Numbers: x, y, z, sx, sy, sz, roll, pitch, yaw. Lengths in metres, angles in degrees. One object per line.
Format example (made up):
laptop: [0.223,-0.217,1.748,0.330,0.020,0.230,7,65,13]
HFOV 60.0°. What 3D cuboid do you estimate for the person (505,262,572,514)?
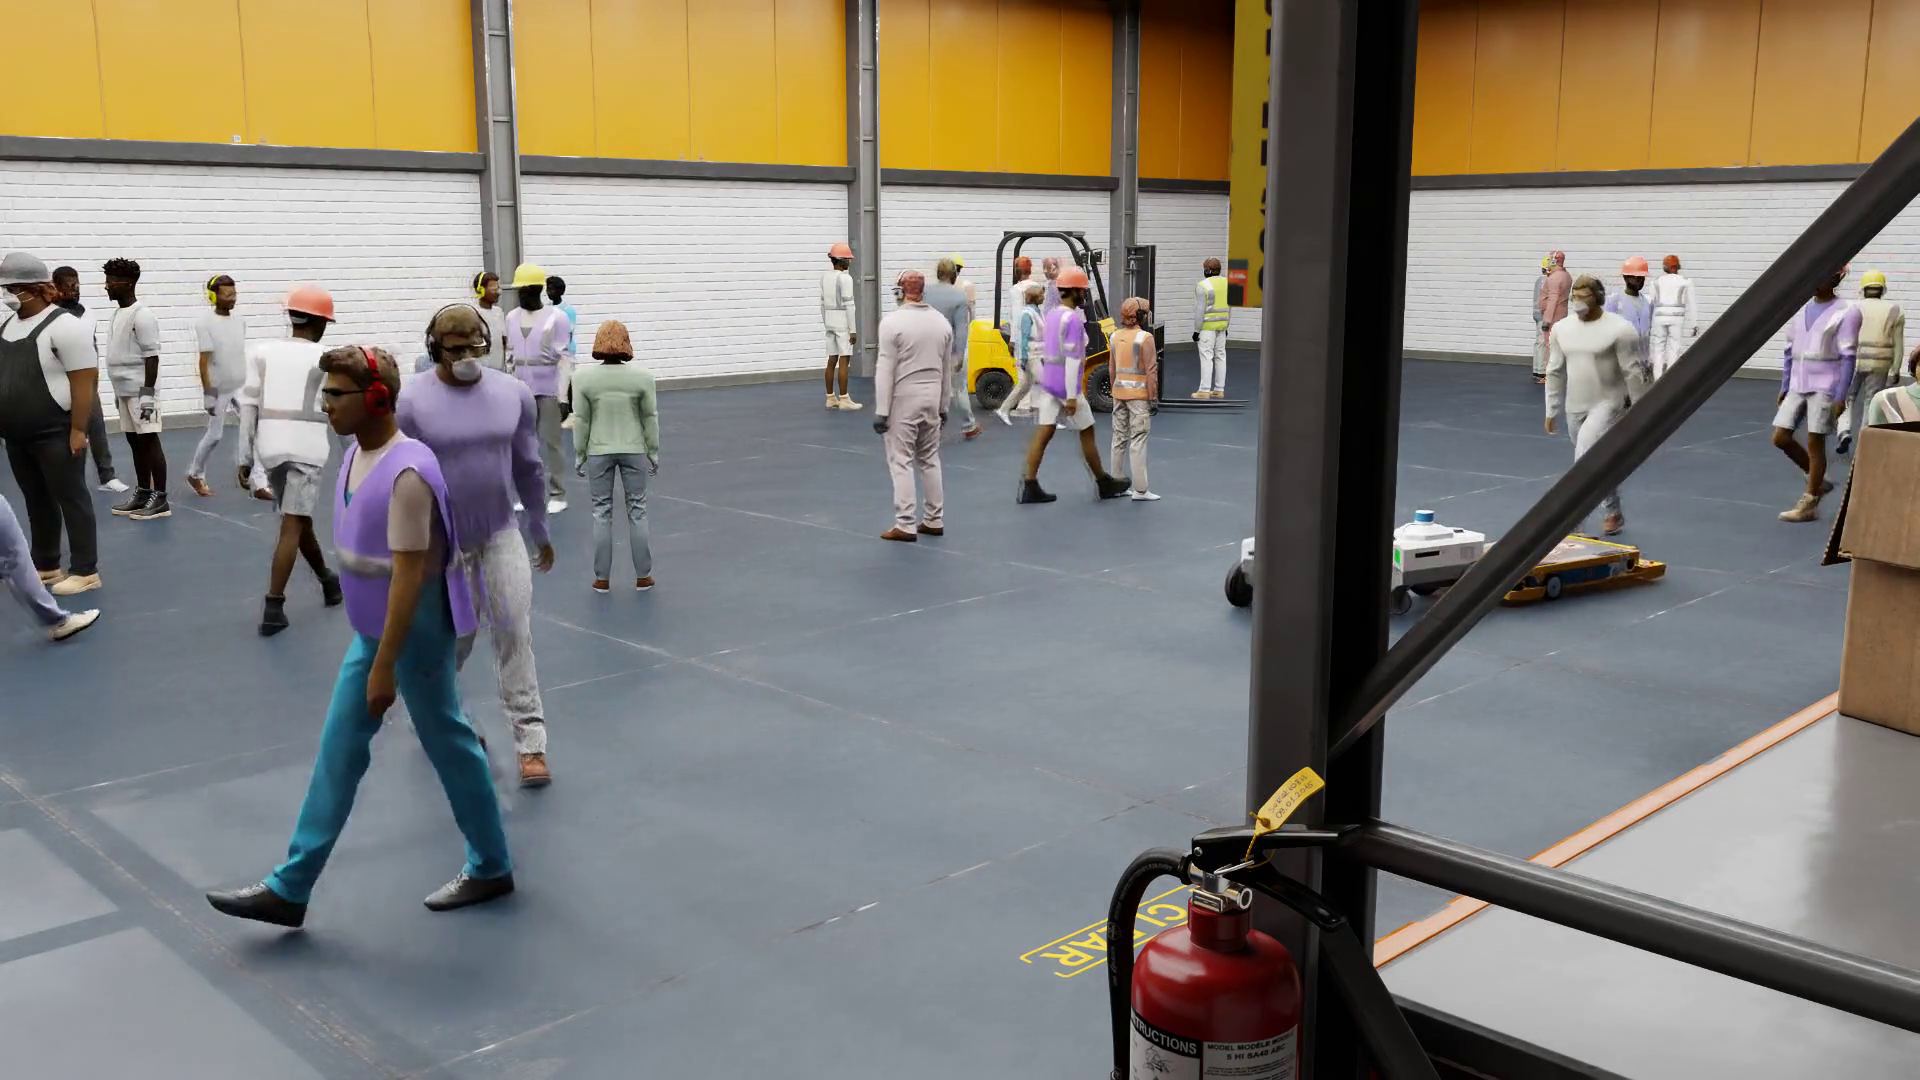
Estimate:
person: [-3.235,-1.161,12.789,0.614,1.928,0.373,4,11,22]

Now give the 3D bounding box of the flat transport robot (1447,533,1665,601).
flat transport robot: [3.579,0.150,10.156,1.431,0.197,0.652,-6,12,-32]

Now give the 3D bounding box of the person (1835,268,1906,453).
person: [8.693,-1.687,15.947,0.613,1.818,0.624,6,12,28]

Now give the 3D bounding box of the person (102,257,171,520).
person: [-6.237,-1.141,12.567,0.603,1.966,0.368,10,14,42]

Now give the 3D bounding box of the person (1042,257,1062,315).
person: [1.270,-2.856,22.289,1.011,1.831,0.693,-1,10,-8]

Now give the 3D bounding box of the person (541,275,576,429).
person: [-4.429,-2.068,18.374,0.544,1.695,0.320,10,14,43]

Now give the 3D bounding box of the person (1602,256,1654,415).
person: [6.284,-1.689,15.633,0.552,1.937,0.356,-4,11,-19]

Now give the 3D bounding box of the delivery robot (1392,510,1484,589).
delivery robot: [2.653,0.073,9.545,0.707,0.478,0.477,-6,12,-28]

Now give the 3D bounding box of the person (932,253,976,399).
person: [-0.096,-2.838,22.033,0.614,1.885,0.866,1,10,8]

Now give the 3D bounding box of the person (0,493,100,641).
person: [-4.929,-0.261,8.454,0.533,1.720,0.877,6,12,31]

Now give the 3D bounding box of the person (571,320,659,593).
person: [-2.057,-0.497,9.964,0.507,1.632,0.275,-2,11,-13]

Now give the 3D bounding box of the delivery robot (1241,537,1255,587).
delivery robot: [1.936,0.070,9.560,0.477,0.478,0.707,10,15,44]

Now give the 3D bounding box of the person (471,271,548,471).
person: [-4.164,-1.461,14.736,1.002,1.819,0.503,2,11,12]

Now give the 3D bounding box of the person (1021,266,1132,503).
person: [0.908,-1.235,13.297,0.975,1.882,0.565,-5,11,-23]

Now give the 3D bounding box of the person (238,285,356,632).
person: [-3.642,-0.469,9.218,0.553,1.847,1.051,1,10,7]

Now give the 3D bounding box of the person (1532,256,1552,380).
person: [8.703,-3.293,24.666,0.404,1.833,0.590,1,10,7]

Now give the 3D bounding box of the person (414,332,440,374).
person: [-3.547,-0.786,11.662,0.509,1.590,0.870,1,10,6]

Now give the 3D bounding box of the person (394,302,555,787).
person: [-1.948,0.001,6.582,0.696,1.893,0.858,-9,14,-39]

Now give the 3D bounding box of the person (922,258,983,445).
person: [-0.120,-1.921,17.024,0.639,1.890,1.003,5,12,26]

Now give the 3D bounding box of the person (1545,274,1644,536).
person: [4.428,-0.907,11.574,1.054,1.877,0.651,-7,12,-33]

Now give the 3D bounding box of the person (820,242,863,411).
person: [-1.456,-2.602,20.329,0.377,2.044,0.608,-9,14,-40]

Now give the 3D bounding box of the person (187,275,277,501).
person: [-5.959,-1.227,13.436,0.966,1.827,0.536,5,11,25]

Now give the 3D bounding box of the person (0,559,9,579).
person: [-6.172,-0.724,10.371,0.361,1.939,0.543,-4,11,-19]

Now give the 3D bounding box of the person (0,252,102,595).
person: [-5.488,-0.687,9.891,0.688,2.000,0.536,5,12,26]

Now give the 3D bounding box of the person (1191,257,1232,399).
person: [3.281,-2.766,21.767,0.627,1.845,0.429,-8,13,-37]

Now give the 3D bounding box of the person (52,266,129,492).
person: [-7.419,-1.336,13.872,0.774,1.905,0.594,6,12,30]

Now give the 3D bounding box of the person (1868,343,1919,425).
person: [4.730,-0.185,8.251,0.512,1.638,0.312,2,11,11]

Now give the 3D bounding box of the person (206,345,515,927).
person: [-1.813,0.318,5.053,0.940,1.796,0.596,-8,13,-38]

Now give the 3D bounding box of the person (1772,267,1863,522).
person: [6.365,-1.137,12.371,0.478,2.030,0.640,-4,11,-20]

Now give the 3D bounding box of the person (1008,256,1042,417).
person: [0.768,-2.392,19.613,0.337,1.882,0.583,7,13,35]

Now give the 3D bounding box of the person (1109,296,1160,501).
person: [1.396,-1.134,13.413,0.308,1.645,0.514,-8,13,-37]

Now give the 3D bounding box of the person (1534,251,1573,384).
person: [8.504,-3.183,23.865,0.406,1.909,0.638,8,13,37]

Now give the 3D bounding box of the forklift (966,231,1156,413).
forklift: [1.222,-2.721,20.561,2.313,2.155,1.214,2,11,13]

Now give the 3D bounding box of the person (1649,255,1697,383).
person: [9.747,-2.964,22.800,0.641,1.867,0.389,7,12,33]

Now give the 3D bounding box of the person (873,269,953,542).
person: [-0.351,-0.941,11.675,0.653,1.901,0.400,-10,14,-43]

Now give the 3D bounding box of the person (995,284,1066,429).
person: [0.768,-2.035,18.432,0.820,1.608,0.521,3,11,18]
